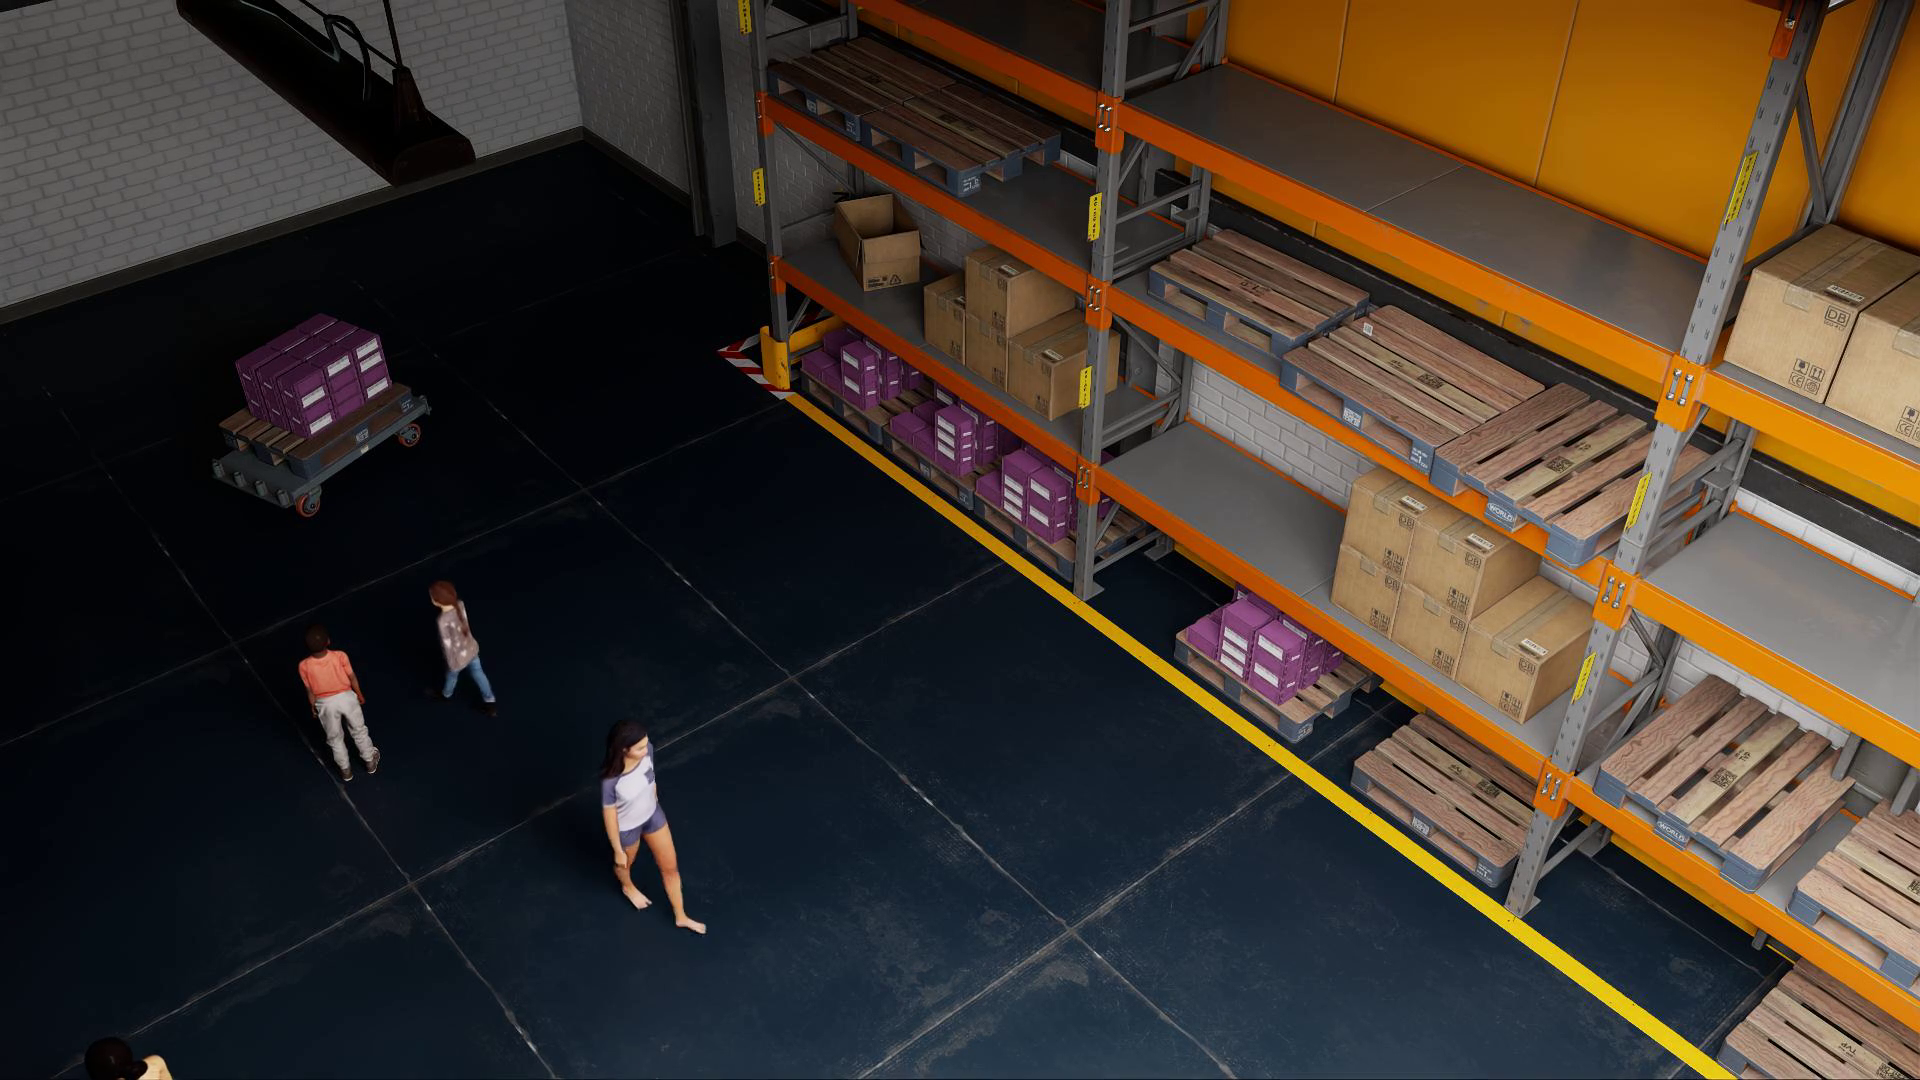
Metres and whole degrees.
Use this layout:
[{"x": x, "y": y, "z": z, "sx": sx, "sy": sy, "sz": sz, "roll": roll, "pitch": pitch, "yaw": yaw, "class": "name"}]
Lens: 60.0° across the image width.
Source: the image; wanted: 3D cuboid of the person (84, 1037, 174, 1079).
[{"x": -4.025, "y": 3.020, "z": 8.367, "sx": 0.623, "sy": 1.655, "sz": 0.643, "roll": 20, "pitch": 43, "yaw": 23, "class": "person"}]

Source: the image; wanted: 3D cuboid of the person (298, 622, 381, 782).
[{"x": -4.162, "y": 1.071, "z": 11.083, "sx": 0.545, "sy": 1.310, "sz": 0.543, "roll": -14, "pitch": 41, "yaw": -17, "class": "person"}]

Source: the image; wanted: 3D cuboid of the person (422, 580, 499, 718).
[{"x": -3.425, "y": 0.782, "z": 11.559, "sx": 0.864, "sy": 1.167, "sz": 0.722, "roll": 14, "pitch": 41, "yaw": 16, "class": "person"}]

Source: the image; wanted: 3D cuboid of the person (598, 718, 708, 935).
[{"x": -2.022, "y": 1.667, "z": 10.026, "sx": 1.009, "sy": 1.697, "sz": 0.787, "roll": 24, "pitch": 45, "yaw": 27, "class": "person"}]
